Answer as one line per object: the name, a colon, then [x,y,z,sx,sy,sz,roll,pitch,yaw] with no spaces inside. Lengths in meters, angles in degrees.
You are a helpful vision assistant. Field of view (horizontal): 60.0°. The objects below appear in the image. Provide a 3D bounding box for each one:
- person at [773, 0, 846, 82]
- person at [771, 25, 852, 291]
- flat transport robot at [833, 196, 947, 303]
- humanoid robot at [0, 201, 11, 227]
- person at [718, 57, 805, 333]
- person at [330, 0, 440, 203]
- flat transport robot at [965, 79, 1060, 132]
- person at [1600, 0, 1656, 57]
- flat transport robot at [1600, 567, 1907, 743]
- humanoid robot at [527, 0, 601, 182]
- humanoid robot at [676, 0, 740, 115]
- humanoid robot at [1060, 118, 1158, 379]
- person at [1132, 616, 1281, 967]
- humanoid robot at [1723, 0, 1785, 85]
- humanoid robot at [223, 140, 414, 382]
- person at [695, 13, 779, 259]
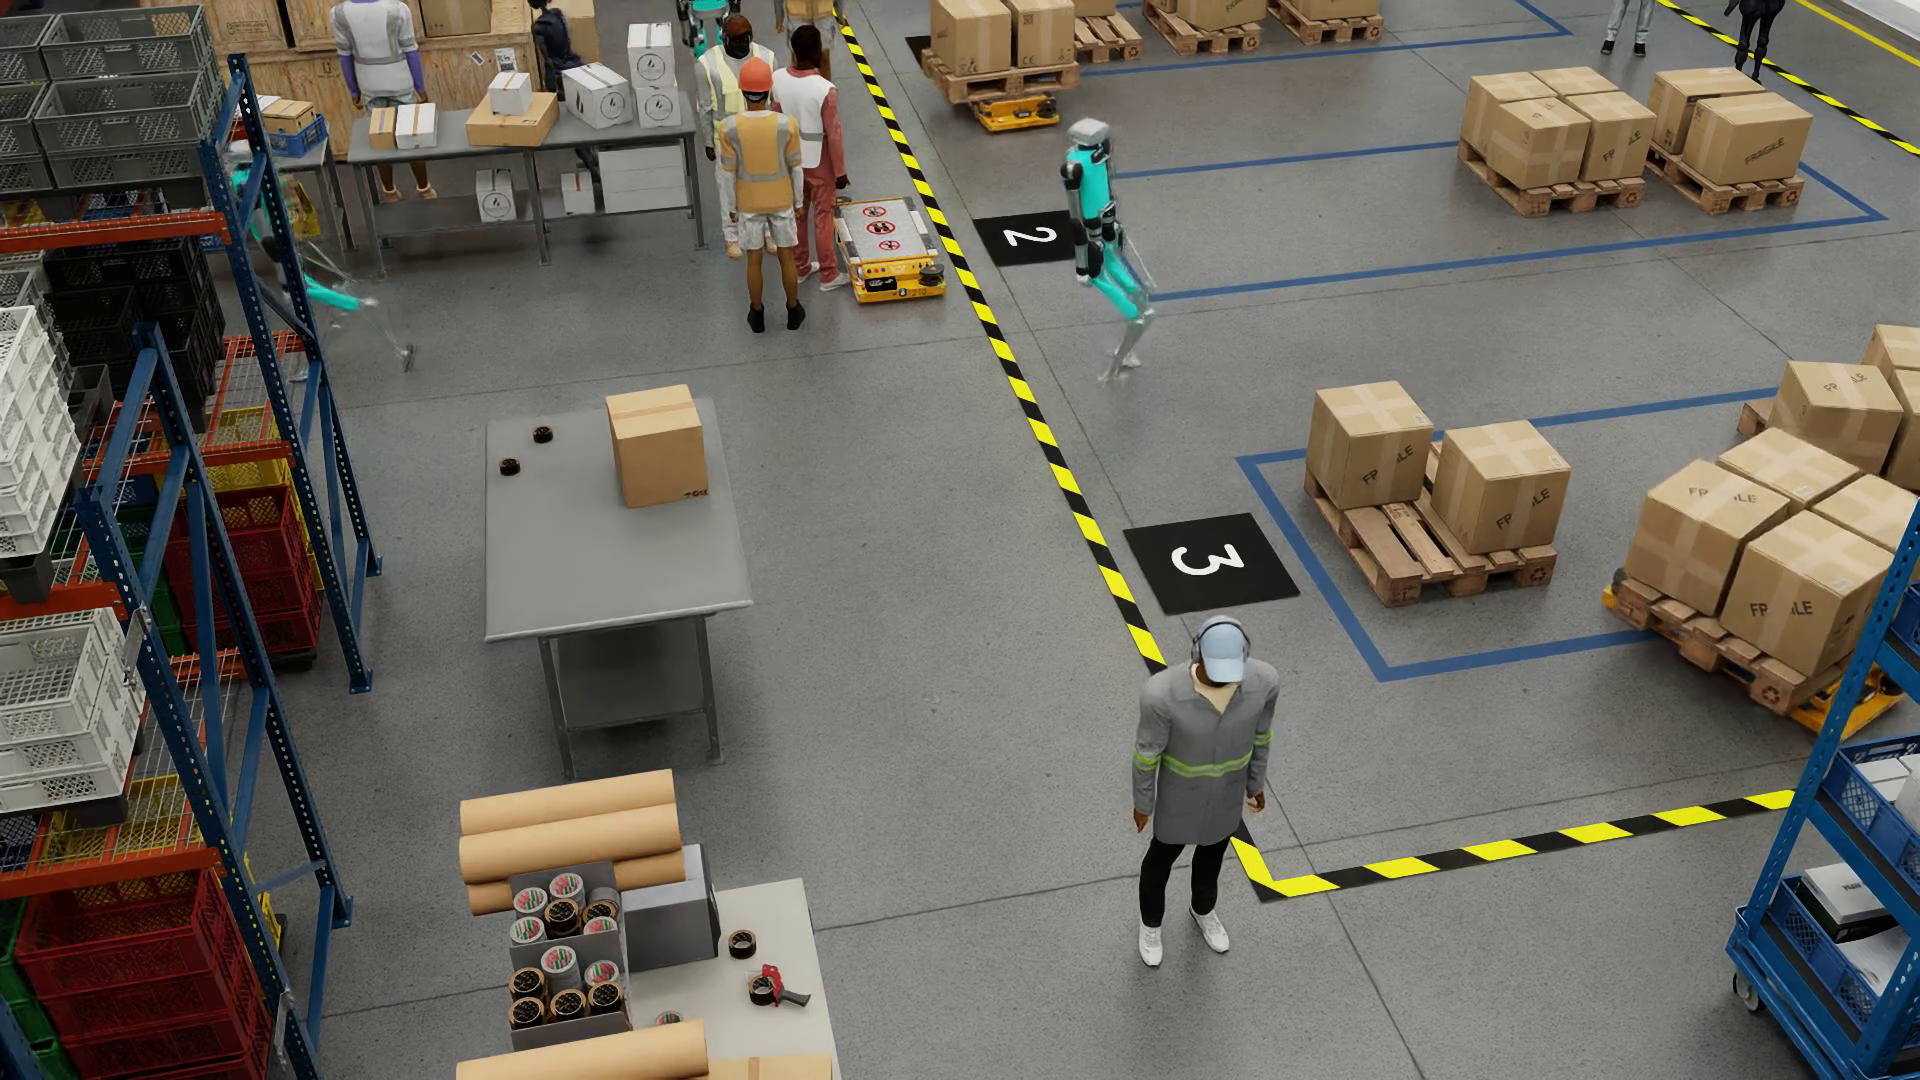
person: [-1.271,-4.493,14.109,0.613,2.040,0.389,-8,37,-11]
person: [-1.059,-2.689,11.785,0.587,1.920,0.392,24,43,29]
flat transport robot: [-0.570,-2.220,12.538,0.659,0.231,1.431,-8,37,-10]
humanoid robot: [-6.795,-2.076,11.151,0.907,1.812,0.563,-2,37,-3]
person: [-1.322,-2.310,11.262,0.543,1.938,0.351,-4,37,-5]
person: [-4.410,-3.515,12.798,0.605,2.038,0.385,-2,37,-3]
flat transport robot: [0.335,-4.074,15.006,0.652,0.197,1.431,-12,38,-15]
person: [6.442,-5.462,15.582,0.586,1.836,0.404,10,38,13]
flat transport robot: [4.232,0.494,8.866,0.652,0.197,1.431,-24,43,-28]
humanoid robot: [-3.146,-3.643,13.283,0.459,1.638,0.611,5,37,6]
humanoid robot: [-2.165,-4.338,14.241,0.546,1.880,0.817,-10,38,-13]
humanoid robot: [1.043,-1.835,10.778,0.781,1.747,0.585,18,40,22]
person: [0.996,1.039,6.832,0.596,1.849,0.395,-8,37,-10]
humanoid robot: [7.205,-4.904,14.950,0.599,1.659,0.315,-13,39,-17]
humanoid robot: [-4.067,-1.804,10.761,0.960,1.775,0.554,-12,38,-16]
person: [-1.588,-2.960,12.224,0.622,1.837,0.429,-11,38,-14]
